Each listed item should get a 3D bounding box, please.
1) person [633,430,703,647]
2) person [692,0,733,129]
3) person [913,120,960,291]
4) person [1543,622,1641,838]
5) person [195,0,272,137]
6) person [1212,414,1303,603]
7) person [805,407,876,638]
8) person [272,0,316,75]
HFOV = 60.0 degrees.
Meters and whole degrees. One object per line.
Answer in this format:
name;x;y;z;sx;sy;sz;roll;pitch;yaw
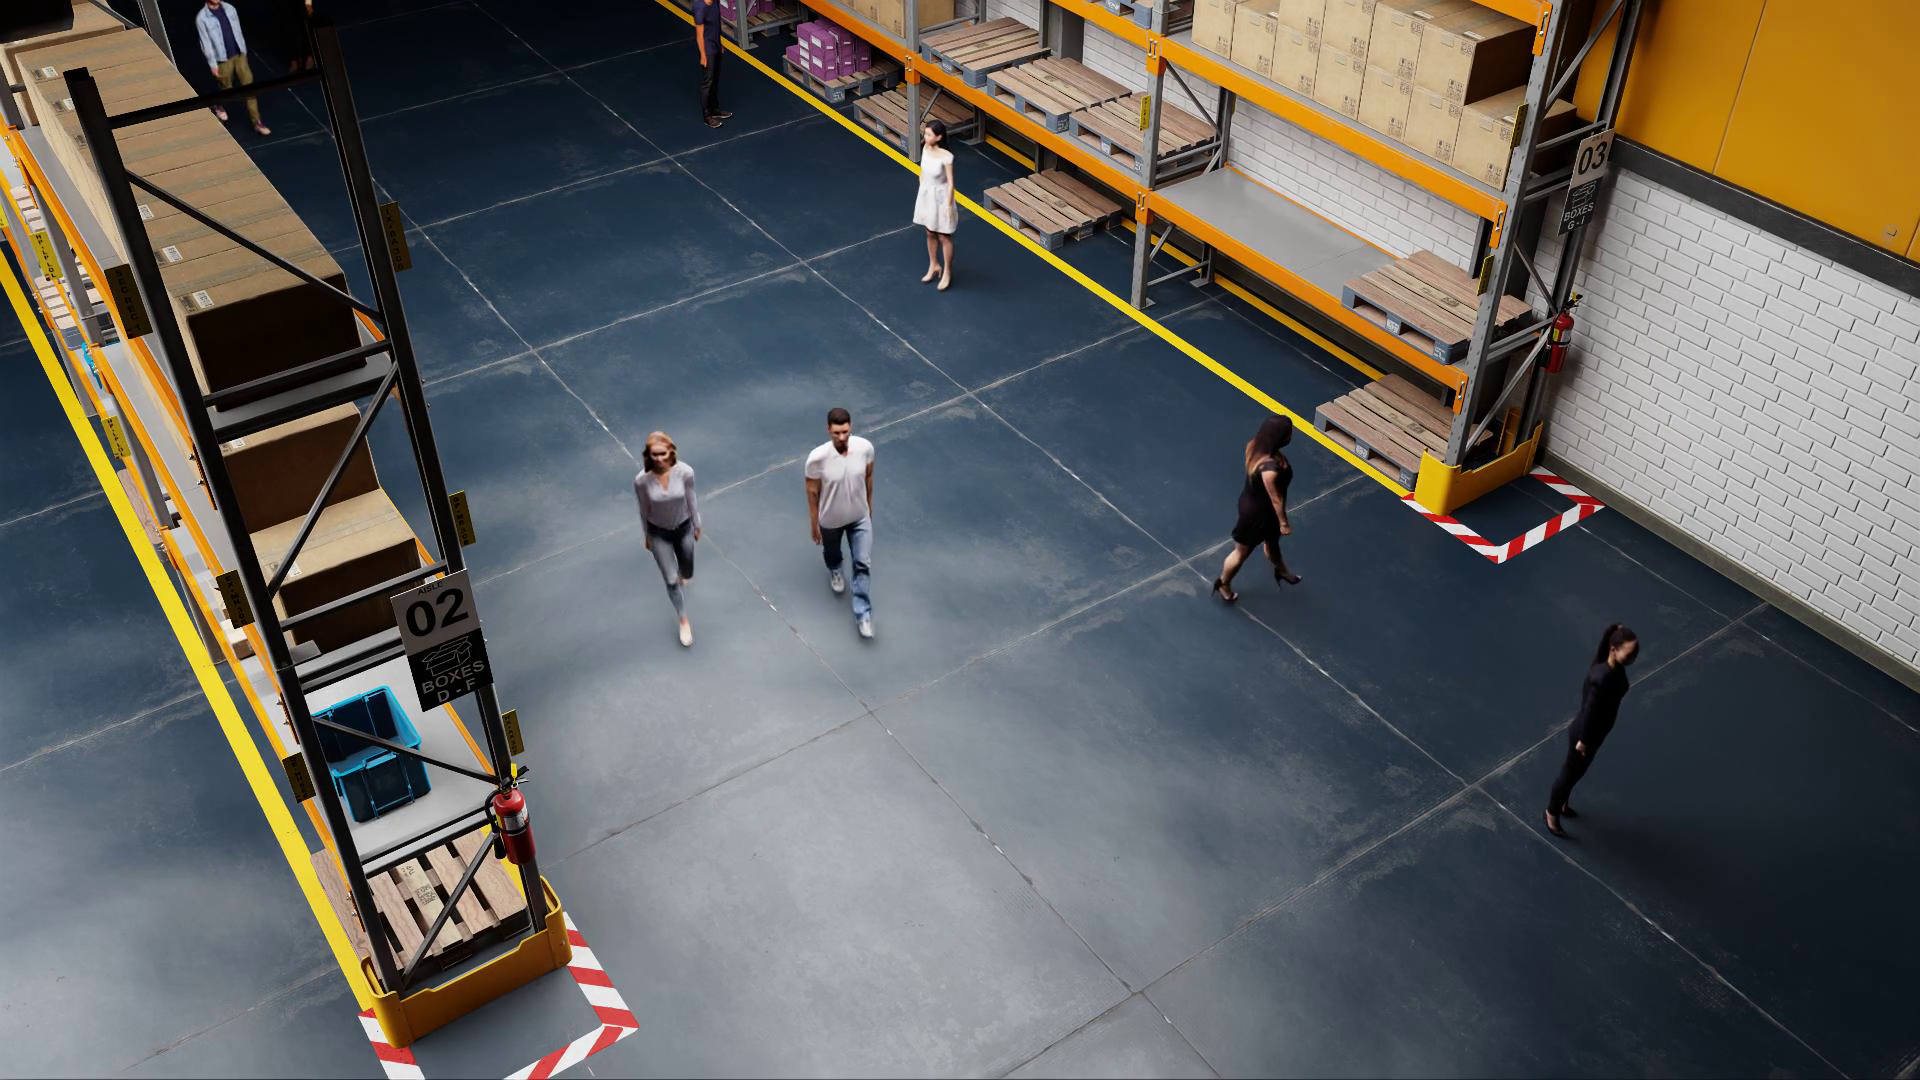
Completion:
person;-2.146;-0.091;12.338;0.847;1.781;1.068;-7;39;-9
person;-2.921;-5.741;19.407;0.734;1.790;0.721;12;40;15
person;-0.227;-3.300;16.363;0.736;1.773;0.607;-30;47;-32
person;4.076;1.228;10.743;0.563;1.710;0.619;27;46;29
person;-8.487;-5.559;19.180;1.156;1.788;0.898;25;45;28
person;2.168;-0.191;12.541;1.017;1.686;1.025;-1;39;-2
person;-0.894;-0.237;12.493;0.984;1.816;1.284;-8;39;-10
person;-8.270;-6.725;20.572;0.933;1.874;0.993;6;39;7
